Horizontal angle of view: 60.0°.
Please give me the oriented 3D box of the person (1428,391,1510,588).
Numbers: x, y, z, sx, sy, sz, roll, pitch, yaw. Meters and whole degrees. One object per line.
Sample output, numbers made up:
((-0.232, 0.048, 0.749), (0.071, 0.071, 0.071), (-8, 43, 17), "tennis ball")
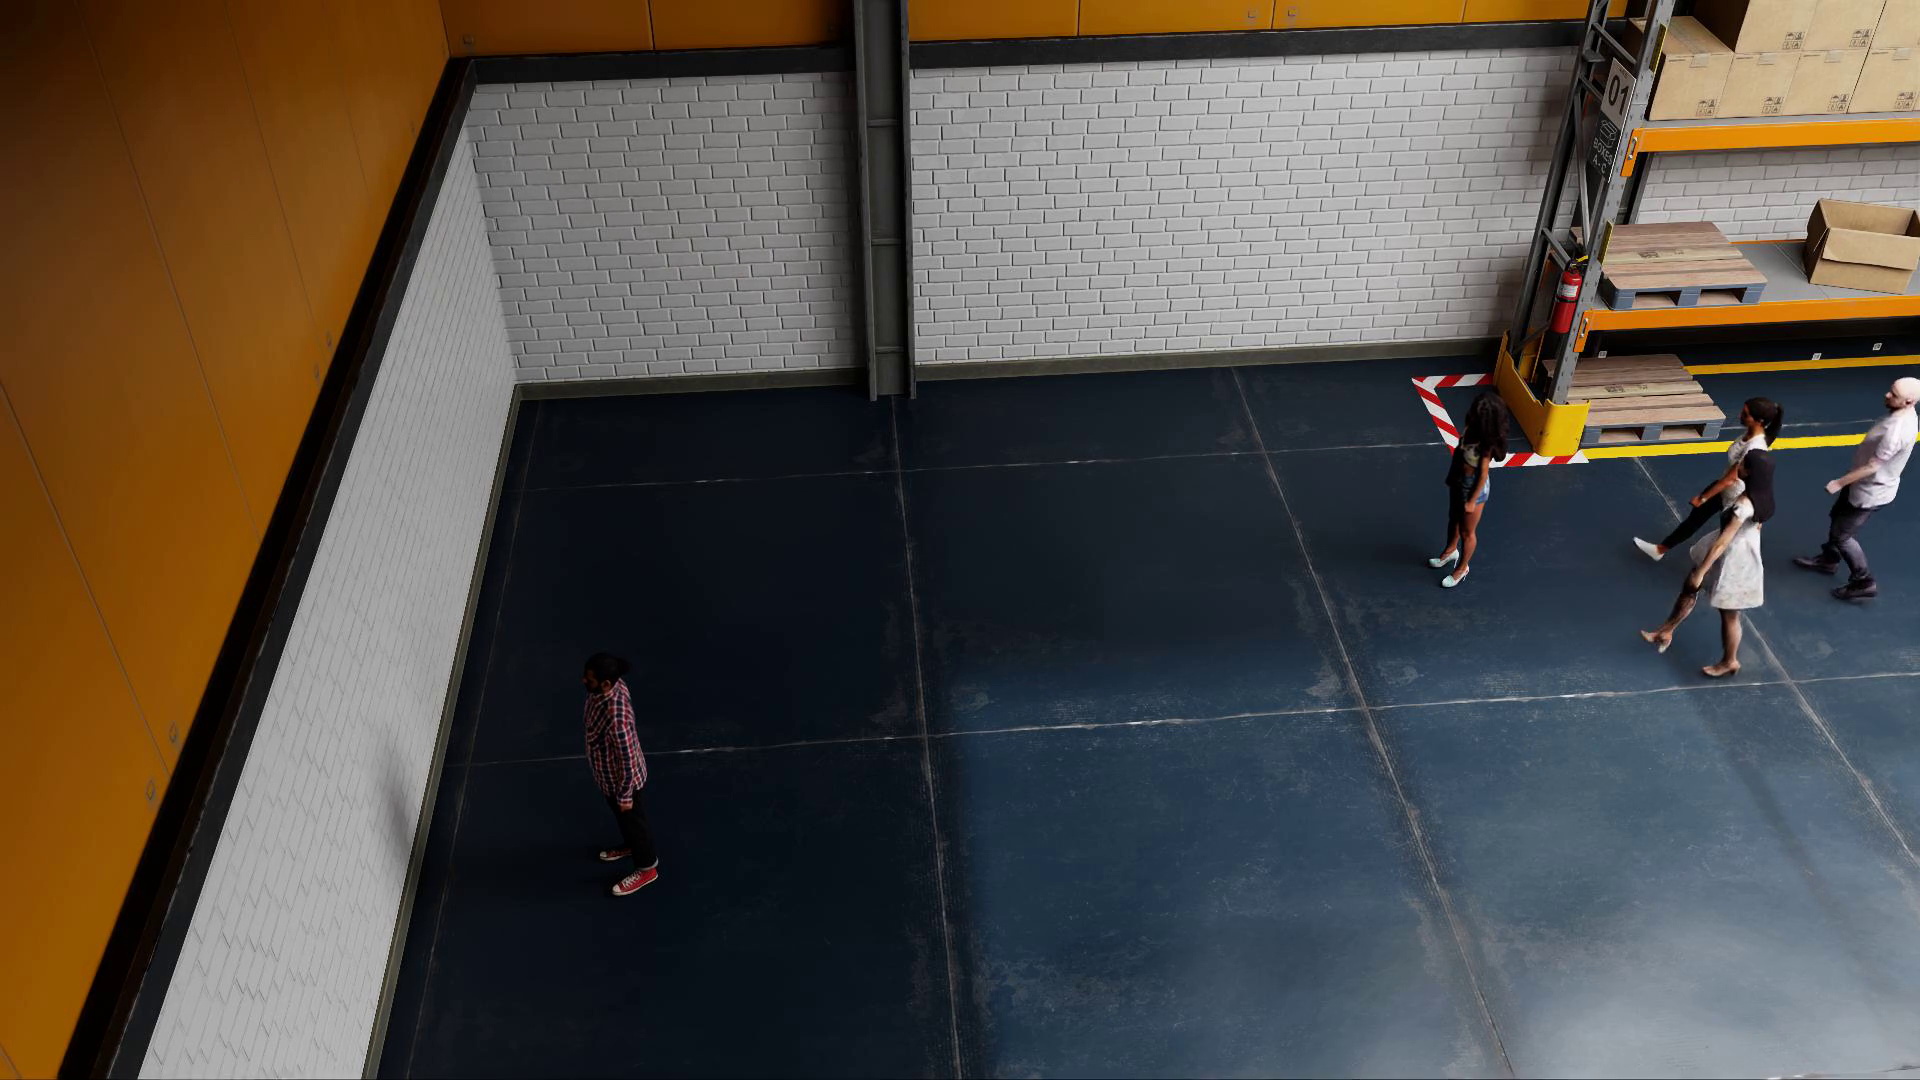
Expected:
((3.631, -0.366, 11.878), (0.559, 1.625, 0.570), (-5, 39, -7), "person")

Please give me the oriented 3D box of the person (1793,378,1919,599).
((6.453, -0.333, 11.676), (0.996, 1.824, 0.916), (25, 45, 28), "person")

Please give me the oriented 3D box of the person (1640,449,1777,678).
((5.202, 0.202, 11.068), (1.086, 1.748, 1.028), (26, 45, 28), "person")

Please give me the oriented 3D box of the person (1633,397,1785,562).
((5.573, -0.259, 11.776), (1.189, 1.583, 0.870), (12, 40, 15), "person")

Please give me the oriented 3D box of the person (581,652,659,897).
((-1.987, 1.322, 9.654), (0.728, 1.761, 0.766), (-16, 41, -19), "person")
